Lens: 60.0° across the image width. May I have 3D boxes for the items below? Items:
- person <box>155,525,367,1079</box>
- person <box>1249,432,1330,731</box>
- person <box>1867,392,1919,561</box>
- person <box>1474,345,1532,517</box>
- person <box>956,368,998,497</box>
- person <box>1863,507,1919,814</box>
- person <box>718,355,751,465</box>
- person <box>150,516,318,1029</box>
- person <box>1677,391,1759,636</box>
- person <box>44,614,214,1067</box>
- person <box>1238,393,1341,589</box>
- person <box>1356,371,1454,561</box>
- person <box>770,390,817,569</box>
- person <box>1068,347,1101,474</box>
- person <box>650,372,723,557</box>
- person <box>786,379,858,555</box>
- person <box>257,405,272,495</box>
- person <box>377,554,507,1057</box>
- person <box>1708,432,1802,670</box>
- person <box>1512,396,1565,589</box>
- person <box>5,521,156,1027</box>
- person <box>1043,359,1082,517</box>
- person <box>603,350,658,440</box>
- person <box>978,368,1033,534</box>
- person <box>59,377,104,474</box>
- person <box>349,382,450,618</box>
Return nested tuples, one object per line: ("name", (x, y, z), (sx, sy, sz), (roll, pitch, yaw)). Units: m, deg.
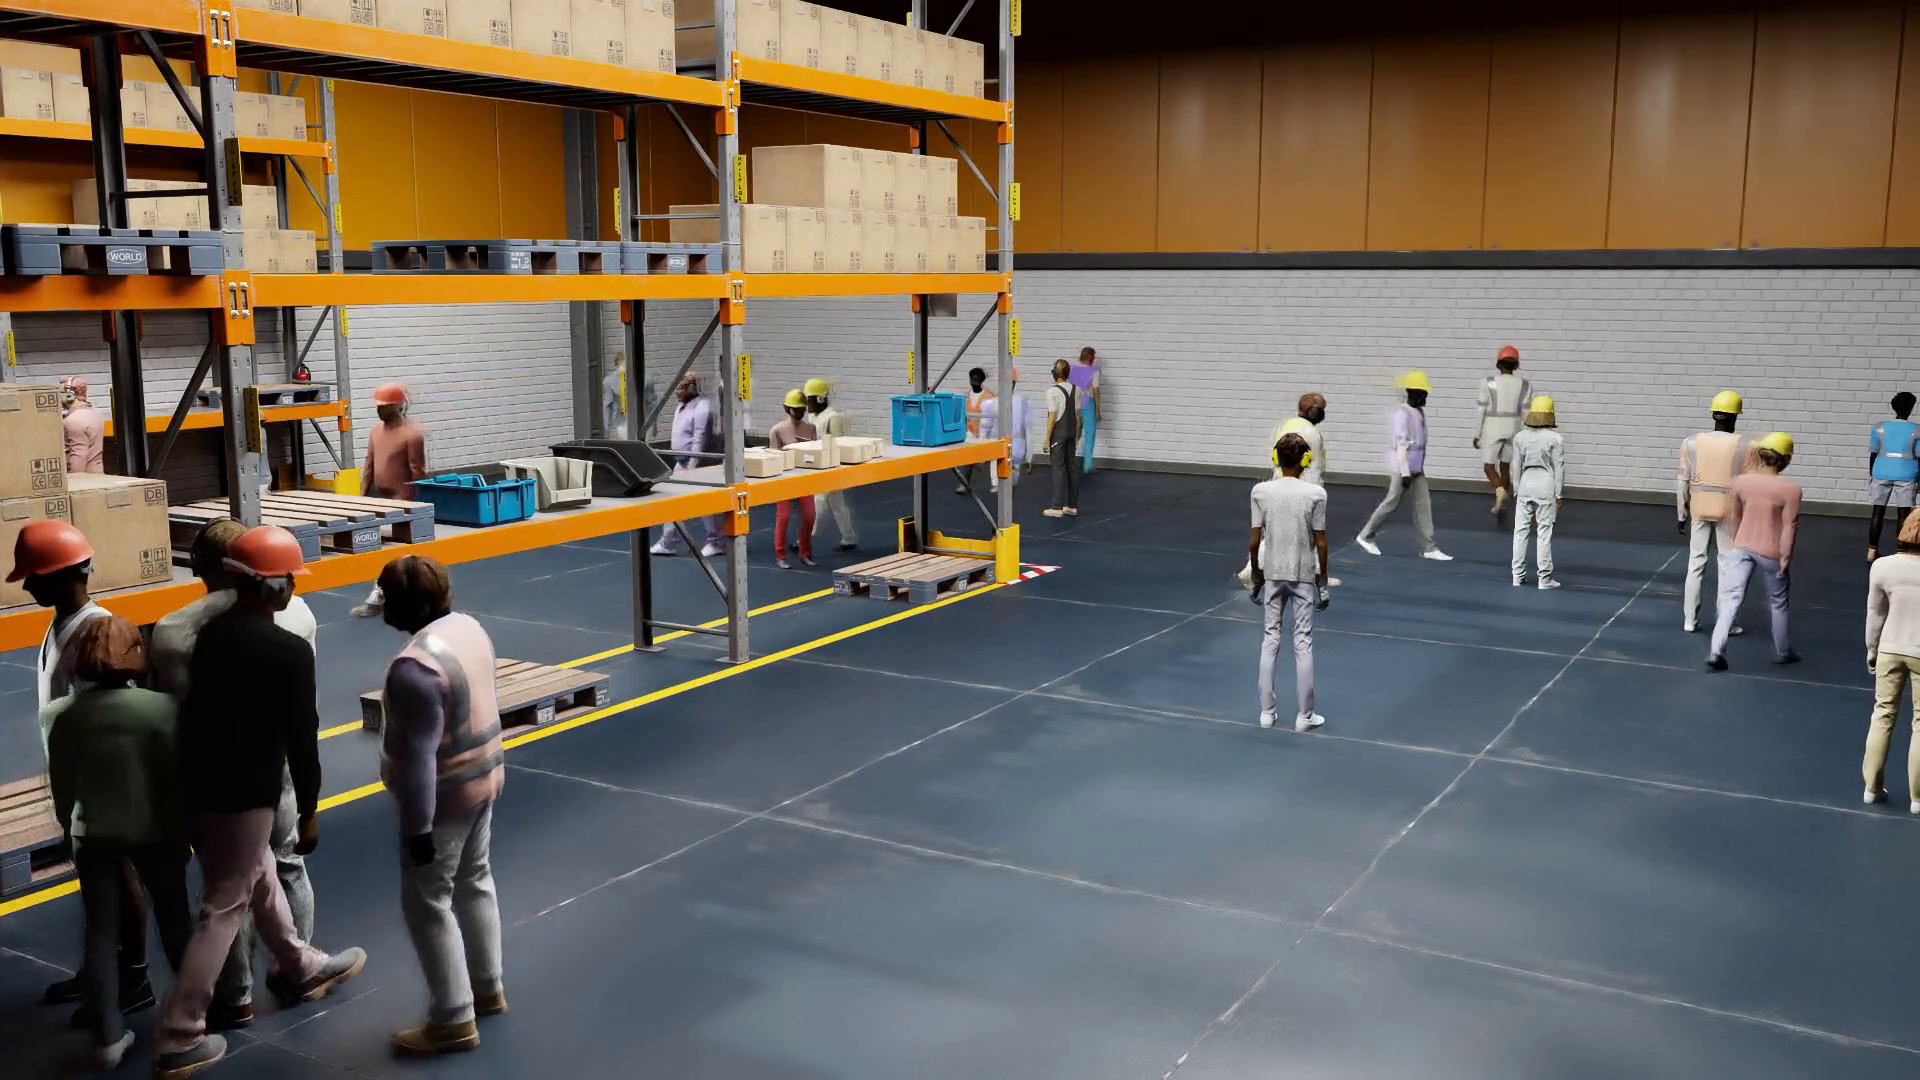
("person", (-2.632, 0.916, 6.094), (0.661, 1.924, 1.001), (5, 10, 27))
("person", (2.052, 0.259, 10.359), (0.517, 1.865, 0.328), (5, 10, 27))
("person", (9.191, -0.610, 16.328), (0.530, 1.689, 0.321), (7, 12, 38))
("person", (6.291, -1.238, 19.224), (0.615, 2.019, 0.781), (0, 9, 0))
("person", (0.271, -1.381, 21.242), (0.565, 1.645, 0.897), (6, 11, 35))
("person", (5.043, 0.627, 8.805), (0.282, 1.625, 0.492), (-6, 11, -35))
("person", (-2.698, -1.338, 20.231), (0.740, 1.896, 0.600), (4, 10, 26))
("person", (-2.729, 0.870, 6.306), (0.368, 1.939, 0.633), (6, 11, 35))
("person", (5.943, -0.205, 13.052), (0.595, 1.925, 0.371), (8, 12, 39))
("person", (-3.063, 1.058, 6.170), (0.517, 1.601, 0.754), (-1, 9, -6))
("person", (2.956, -0.431, 14.931), (0.978, 1.794, 0.649), (-1, 9, -7))
("person", (4.445, -0.750, 16.615), (0.984, 1.889, 0.598), (7, 12, 39))
("person", (-1.580, -0.575, 15.952), (0.533, 1.739, 0.432), (-7, 12, -38))
("person", (1.740, -1.861, 23.856), (0.541, 1.794, 0.754), (-8, 12, -42))
("person", (-2.753, -0.723, 16.475), (0.910, 1.862, 0.657), (-6, 11, -32))
("person", (-1.423, -0.714, 16.667), (0.923, 1.783, 0.601), (-4, 10, -23))
("person", (-6.754, -0.525, 15.959), (0.278, 1.634, 0.498), (-2, 9, -12))
("person", (-1.913, 0.953, 6.151), (0.431, 1.834, 0.689), (1, 9, 4))
("person", (5.728, 0.082, 11.920), (0.919, 1.720, 0.536), (-7, 11, -37))
("person", (5.228, -0.431, 15.036), (0.486, 1.744, 0.296), (9, 13, 43))
("person", (-3.328, 0.877, 6.305), (0.385, 1.927, 0.546), (-8, 12, -40))
("person", (1.188, -1.189, 19.448), (0.504, 1.847, 0.344), (-7, 12, -38))
("person", (-4.117, -1.423, 20.768), (0.653, 1.879, 0.996), (0, 9, 0))
("person", (0.479, -0.912, 17.610), (0.558, 1.890, 0.977), (-3, 9, -16))
("person", (-8.008, -0.526, 15.136), (0.404, 1.909, 0.665), (-2, 9, -13))
("person", (-4.731, -0.361, 14.013), (0.617, 1.949, 1.026), (8, 12, 39))
